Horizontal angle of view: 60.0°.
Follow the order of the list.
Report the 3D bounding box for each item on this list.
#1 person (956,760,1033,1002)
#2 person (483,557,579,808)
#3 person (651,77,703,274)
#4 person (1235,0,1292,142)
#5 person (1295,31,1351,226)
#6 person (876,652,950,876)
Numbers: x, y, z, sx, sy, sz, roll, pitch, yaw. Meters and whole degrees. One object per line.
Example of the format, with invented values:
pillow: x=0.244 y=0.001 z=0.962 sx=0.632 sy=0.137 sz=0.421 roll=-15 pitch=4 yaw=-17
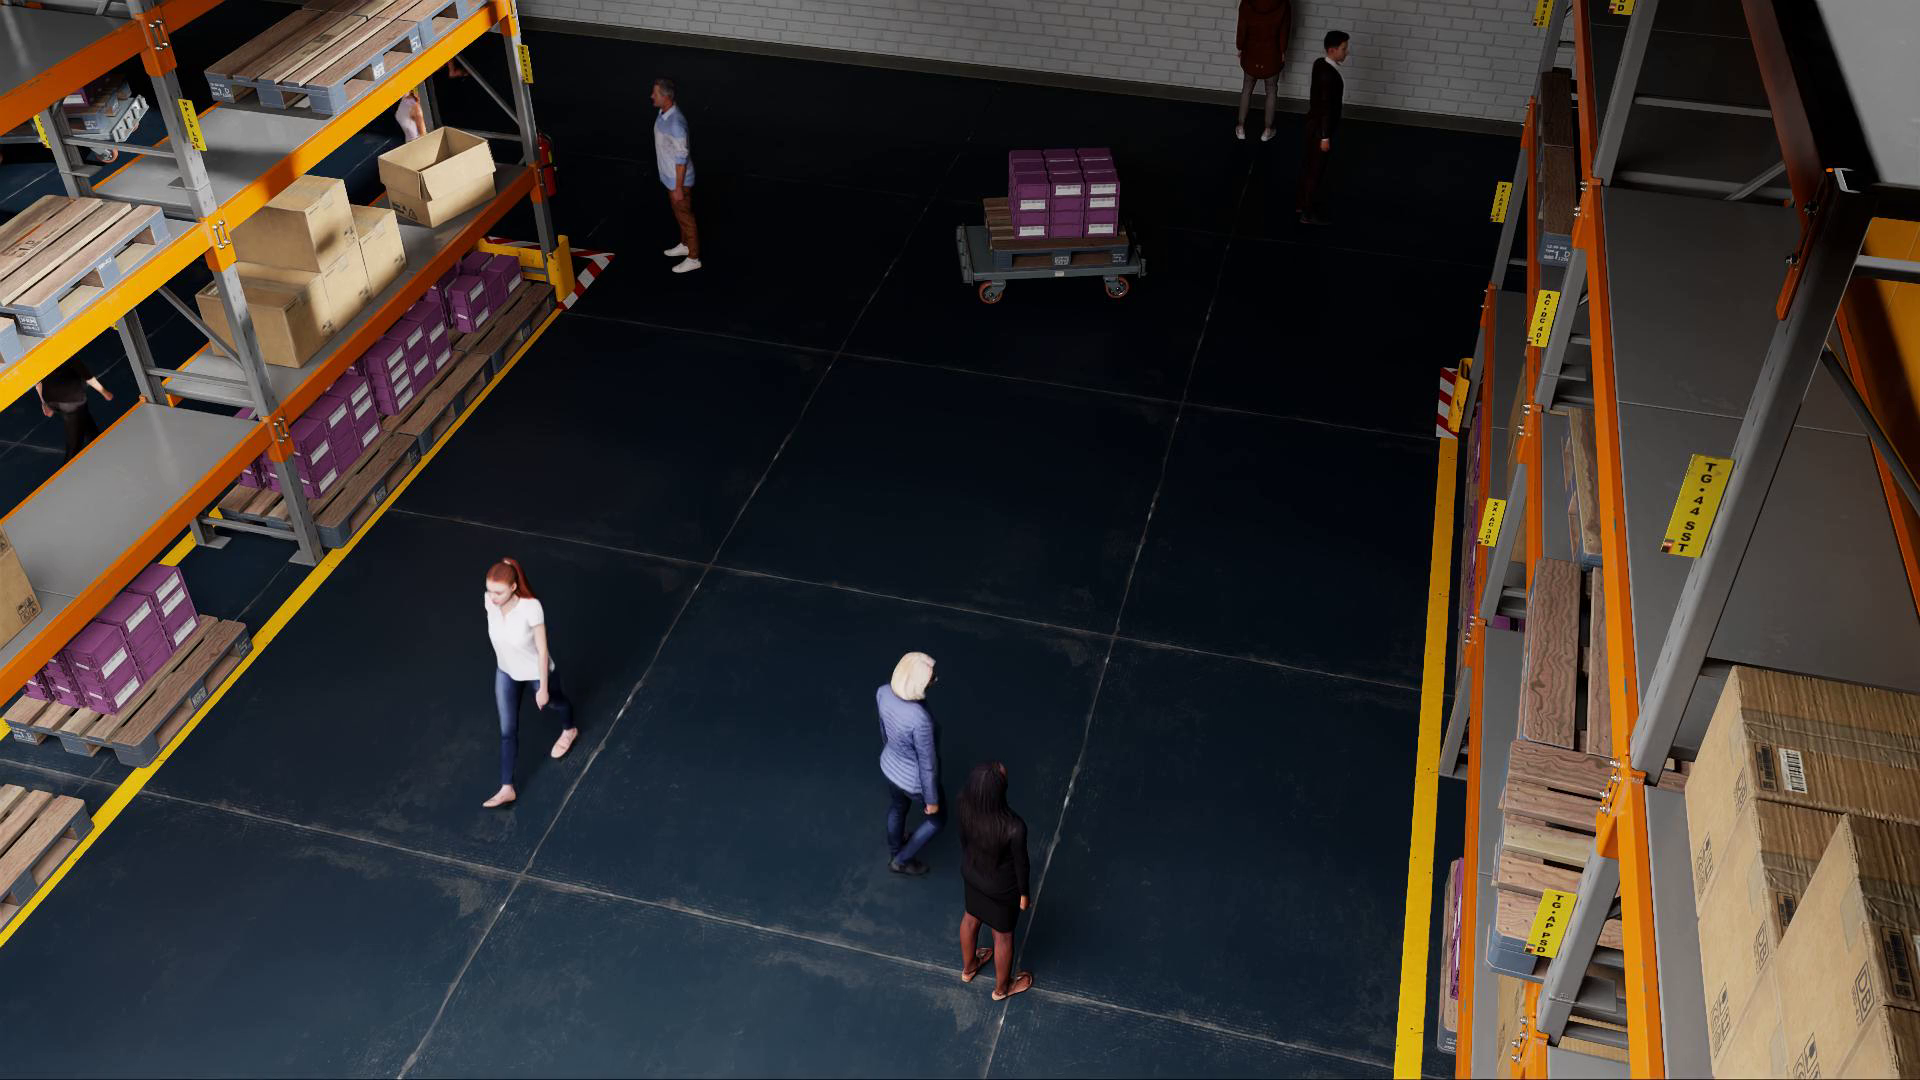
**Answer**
person: x=0.169 y=1.778 z=8.769 sx=0.684 sy=1.719 sz=0.668 roll=29 pitch=47 yaw=32
person: x=-2.556 y=0.748 z=10.083 sx=0.632 sy=1.690 sz=1.110 roll=13 pitch=40 yaw=16
person: x=-2.561 y=-3.330 z=15.078 sx=0.832 sy=1.827 sz=0.721 roll=-11 pitch=40 yaw=-14
person: x=3.130 y=-5.031 z=17.199 sx=0.691 sy=1.839 sz=0.683 roll=10 pitch=40 yaw=13
person: x=3.418 y=-3.924 z=15.794 sx=0.797 sy=1.862 sz=0.634 roll=0 pitch=39 yaw=0
person: x=-0.316 y=1.334 z=9.315 sx=0.797 sy=1.732 sz=0.803 roll=30 pitch=48 yaw=32
